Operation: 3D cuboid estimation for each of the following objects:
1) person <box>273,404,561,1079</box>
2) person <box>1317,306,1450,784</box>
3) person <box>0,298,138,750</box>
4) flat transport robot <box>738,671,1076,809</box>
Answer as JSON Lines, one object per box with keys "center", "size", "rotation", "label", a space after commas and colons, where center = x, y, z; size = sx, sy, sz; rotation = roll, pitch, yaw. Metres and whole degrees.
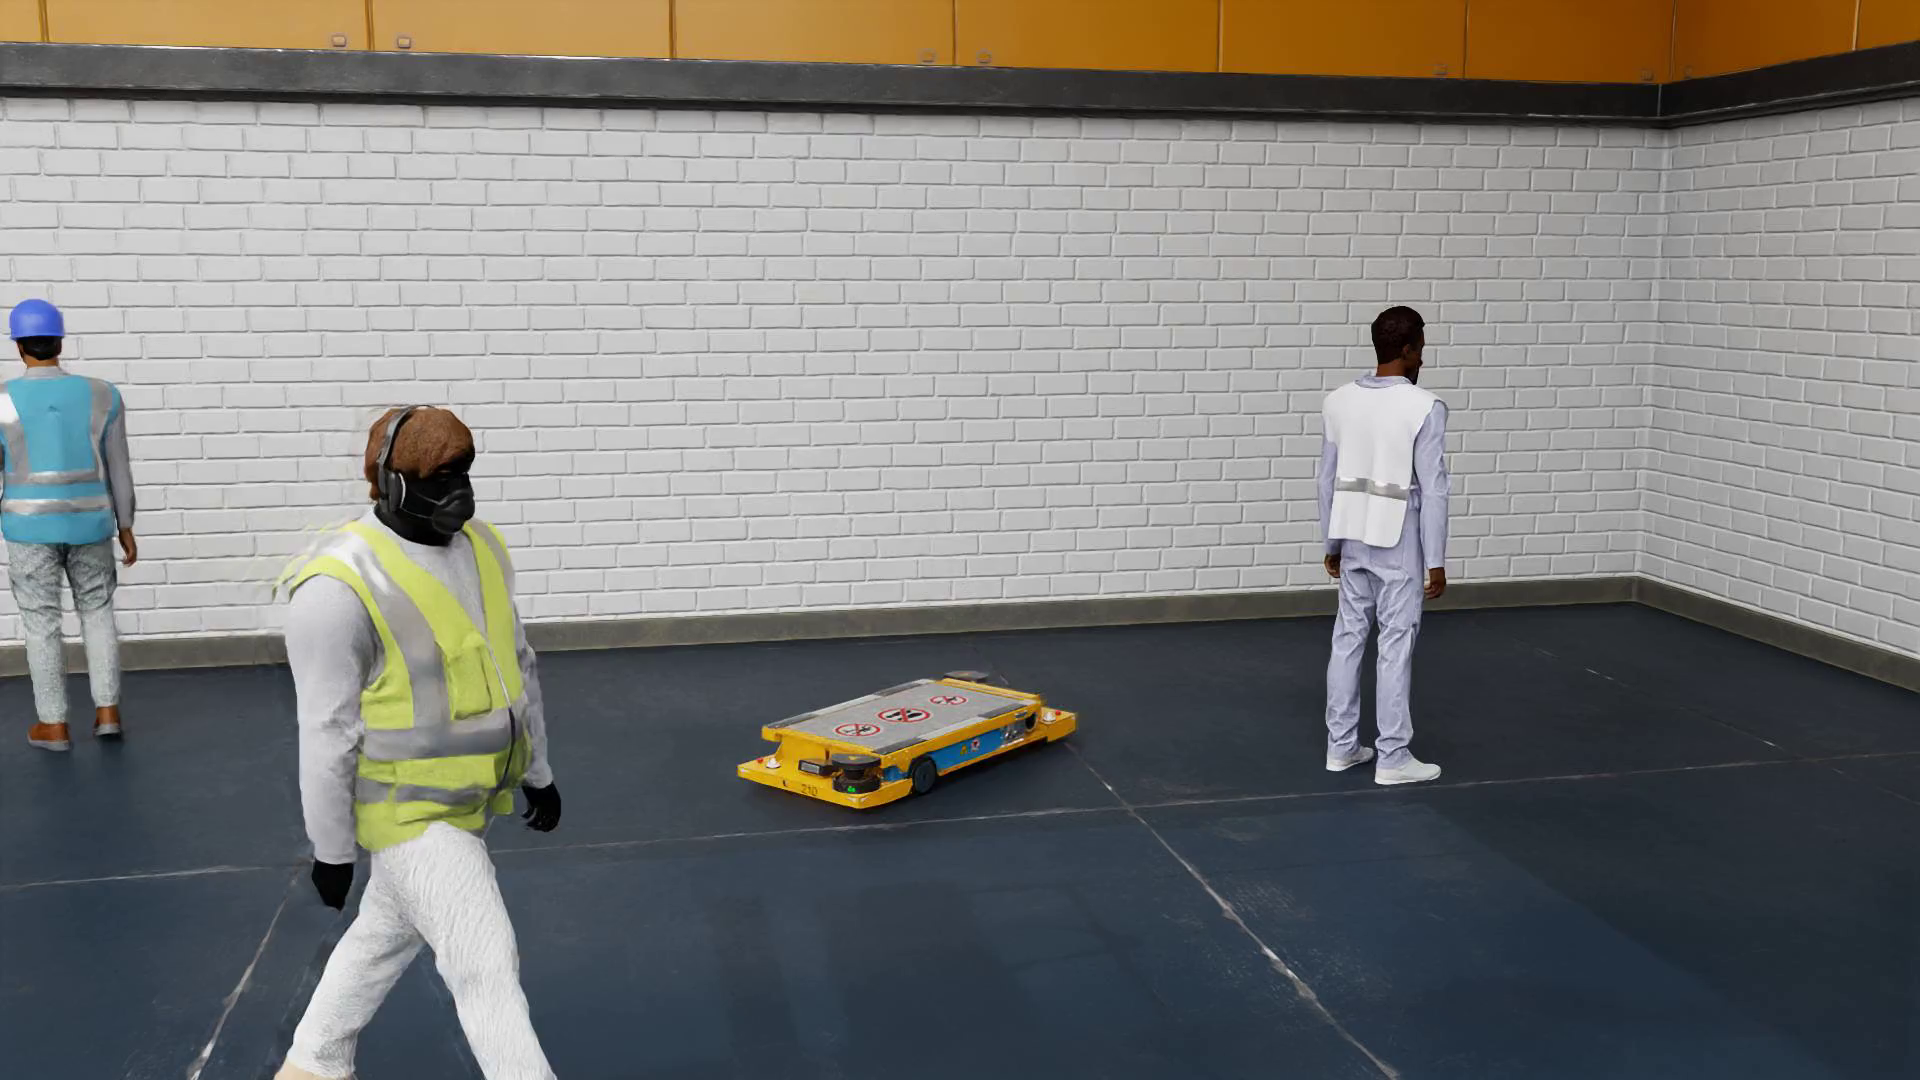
{"center": [-1.226, 0.576, 3.778], "size": [1.007, 1.790, 0.636], "rotation": [3, 10, 15], "label": "person"}
{"center": [1.695, 0.023, 6.712], "size": [0.371, 1.916, 0.597], "rotation": [-7, 12, -37], "label": "person"}
{"center": [-3.870, -0.055, 7.125], "size": [0.632, 1.943, 0.405], "rotation": [-8, 12, -39], "label": "person"}
{"center": [-0.187, 0.805, 6.952], "size": [0.652, 0.197, 1.431], "rotation": [7, 12, 38], "label": "flat transport robot"}
